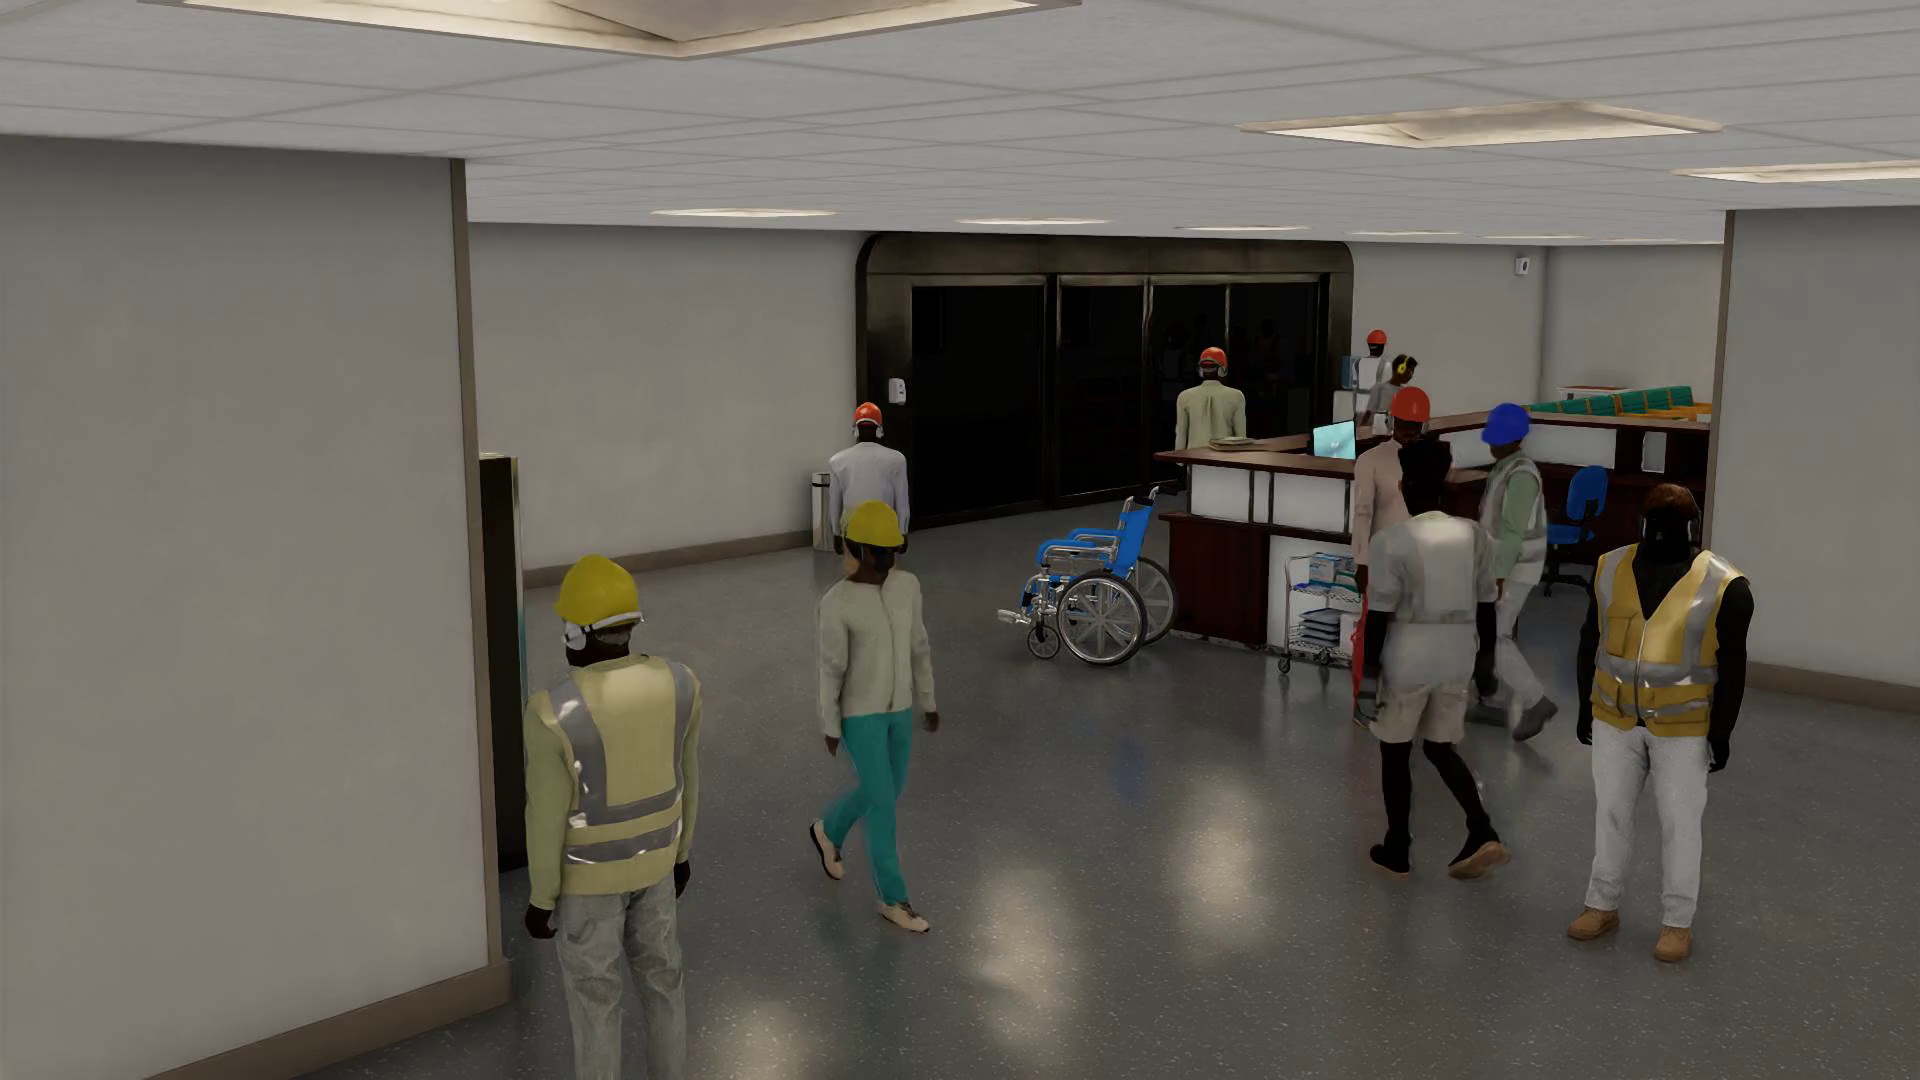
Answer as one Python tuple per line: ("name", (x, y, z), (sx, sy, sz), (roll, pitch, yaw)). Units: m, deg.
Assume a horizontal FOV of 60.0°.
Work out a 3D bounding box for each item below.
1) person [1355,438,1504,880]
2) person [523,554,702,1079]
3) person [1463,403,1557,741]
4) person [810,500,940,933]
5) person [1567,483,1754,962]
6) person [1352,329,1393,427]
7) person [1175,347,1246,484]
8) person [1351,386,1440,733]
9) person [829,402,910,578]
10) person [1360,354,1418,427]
("person", (2.032, 0.540, 7.100), (0.659, 1.938, 0.628), (-3, 10, -20))
("person", (-1.036, 0.948, 4.922), (0.404, 1.837, 0.588), (8, 12, 42))
("person", (3.136, 0.174, 9.410), (0.494, 1.918, 0.681), (1, 9, 8))
("person", (-0.388, 0.679, 6.865), (0.771, 1.739, 0.529), (8, 12, 42))
("person", (2.688, 0.694, 6.459), (0.627, 1.846, 0.429), (8, 12, 40))
("person", (4.993, -1.572, 20.093), (0.387, 1.930, 0.540), (-9, 13, -43))
("person", (2.170, -0.670, 14.387), (0.610, 1.984, 0.400), (2, 10, 14))
("person", (2.535, 0.108, 9.596), (0.612, 1.991, 0.392), (-4, 10, -24))
("person", (-0.622, -0.080, 11.506), (0.564, 1.743, 0.352), (1, 9, 9))
("person", (4.111, -0.895, 16.267), (0.684, 1.833, 0.339), (-4, 10, -22))
